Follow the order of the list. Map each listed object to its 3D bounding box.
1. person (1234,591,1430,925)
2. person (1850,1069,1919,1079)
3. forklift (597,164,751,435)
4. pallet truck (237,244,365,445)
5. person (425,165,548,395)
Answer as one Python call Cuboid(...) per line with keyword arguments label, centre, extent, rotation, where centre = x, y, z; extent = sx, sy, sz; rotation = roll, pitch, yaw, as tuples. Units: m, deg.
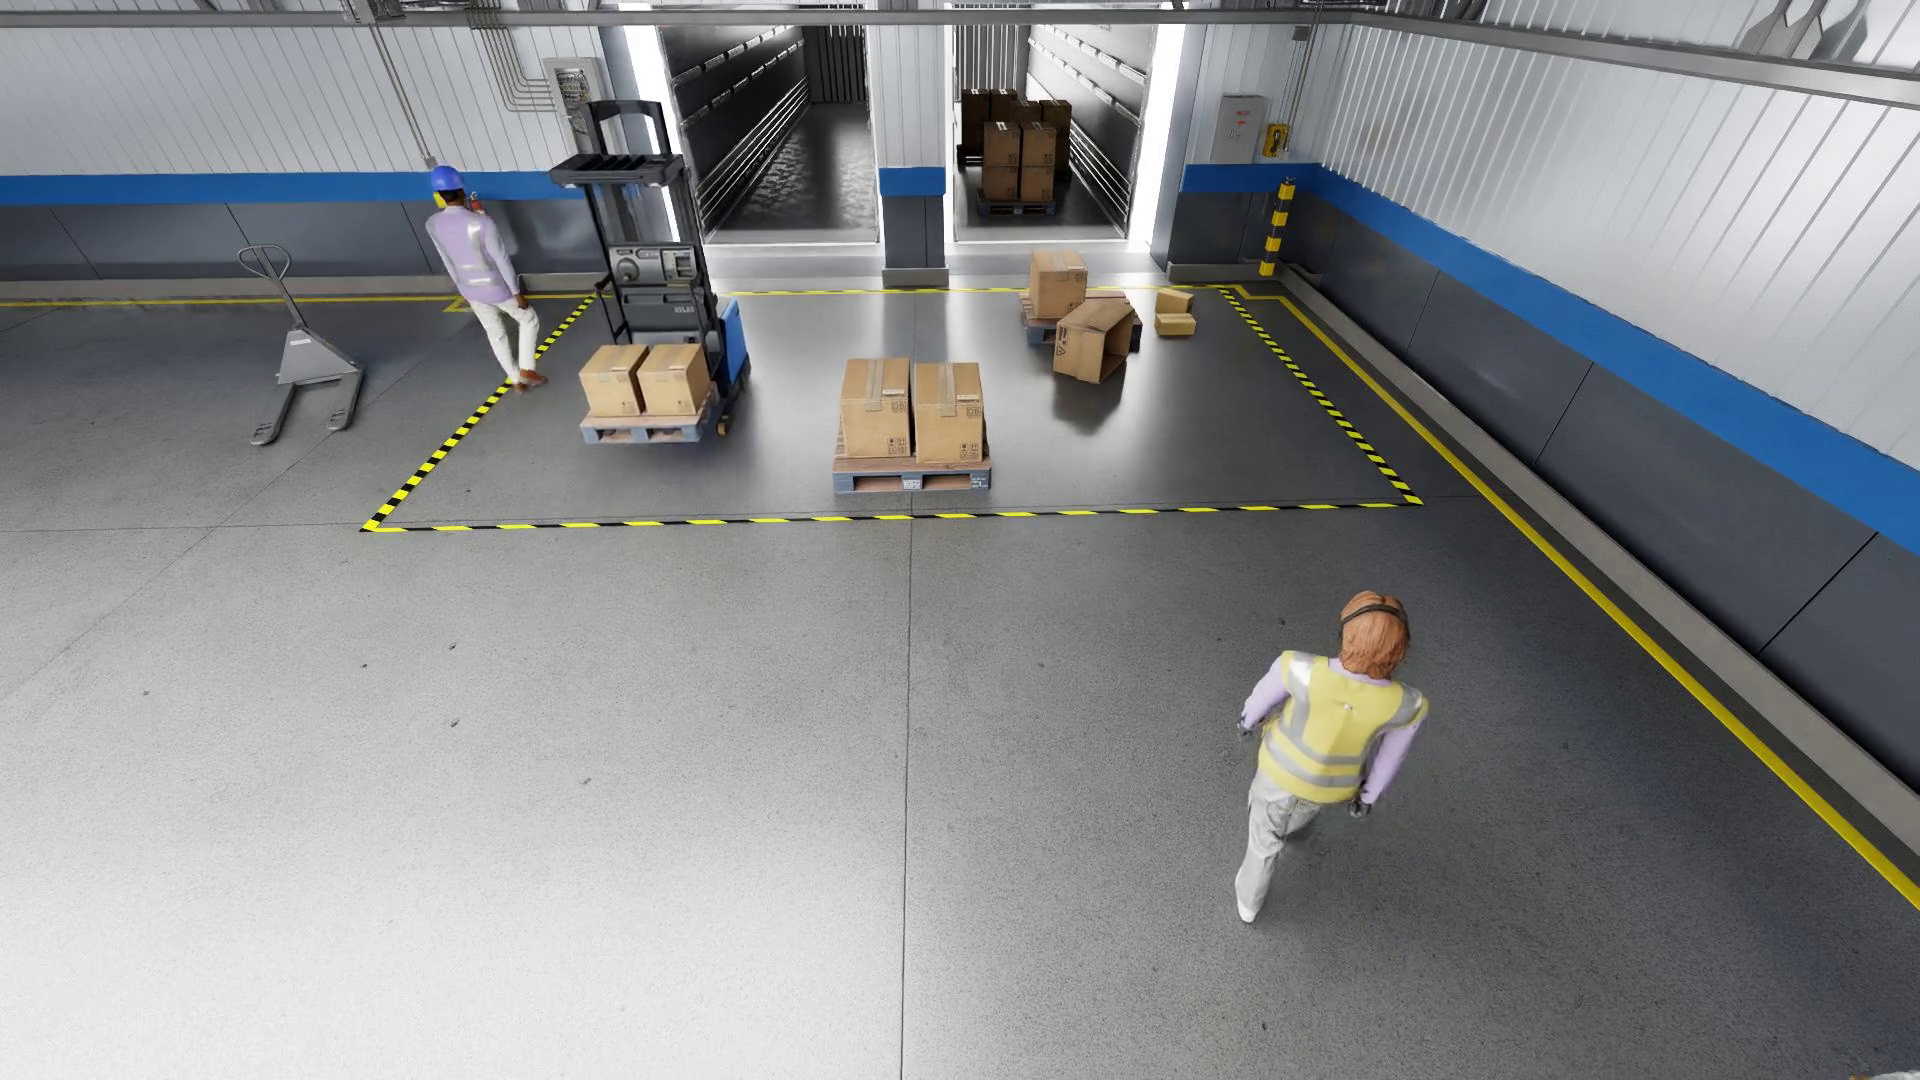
Cuboid(label="person", centre=(1.343, 0.810, 2.852), extent=(0.520, 1.612, 0.688), rotation=(12, 40, 15))
Cuboid(label="person", centre=(2.403, 1.588, 1.803), extent=(0.497, 1.701, 0.645), rotation=(-20, 42, -23))
Cuboid(label="forklift", centre=(-2.397, -2.177, 6.281), extent=(0.716, 2.013, 0.776), rotation=(-1, 38, -2))
Cuboid(label="pallet truck", centre=(-5.915, -1.733, 6.366), extent=(0.680, 1.201, 1.601), rotation=(-18, 42, -21))
Cuboid(label="person", centre=(-4.088, -2.194, 6.387), extent=(0.633, 1.933, 0.448), rotation=(3, 39, 4))
